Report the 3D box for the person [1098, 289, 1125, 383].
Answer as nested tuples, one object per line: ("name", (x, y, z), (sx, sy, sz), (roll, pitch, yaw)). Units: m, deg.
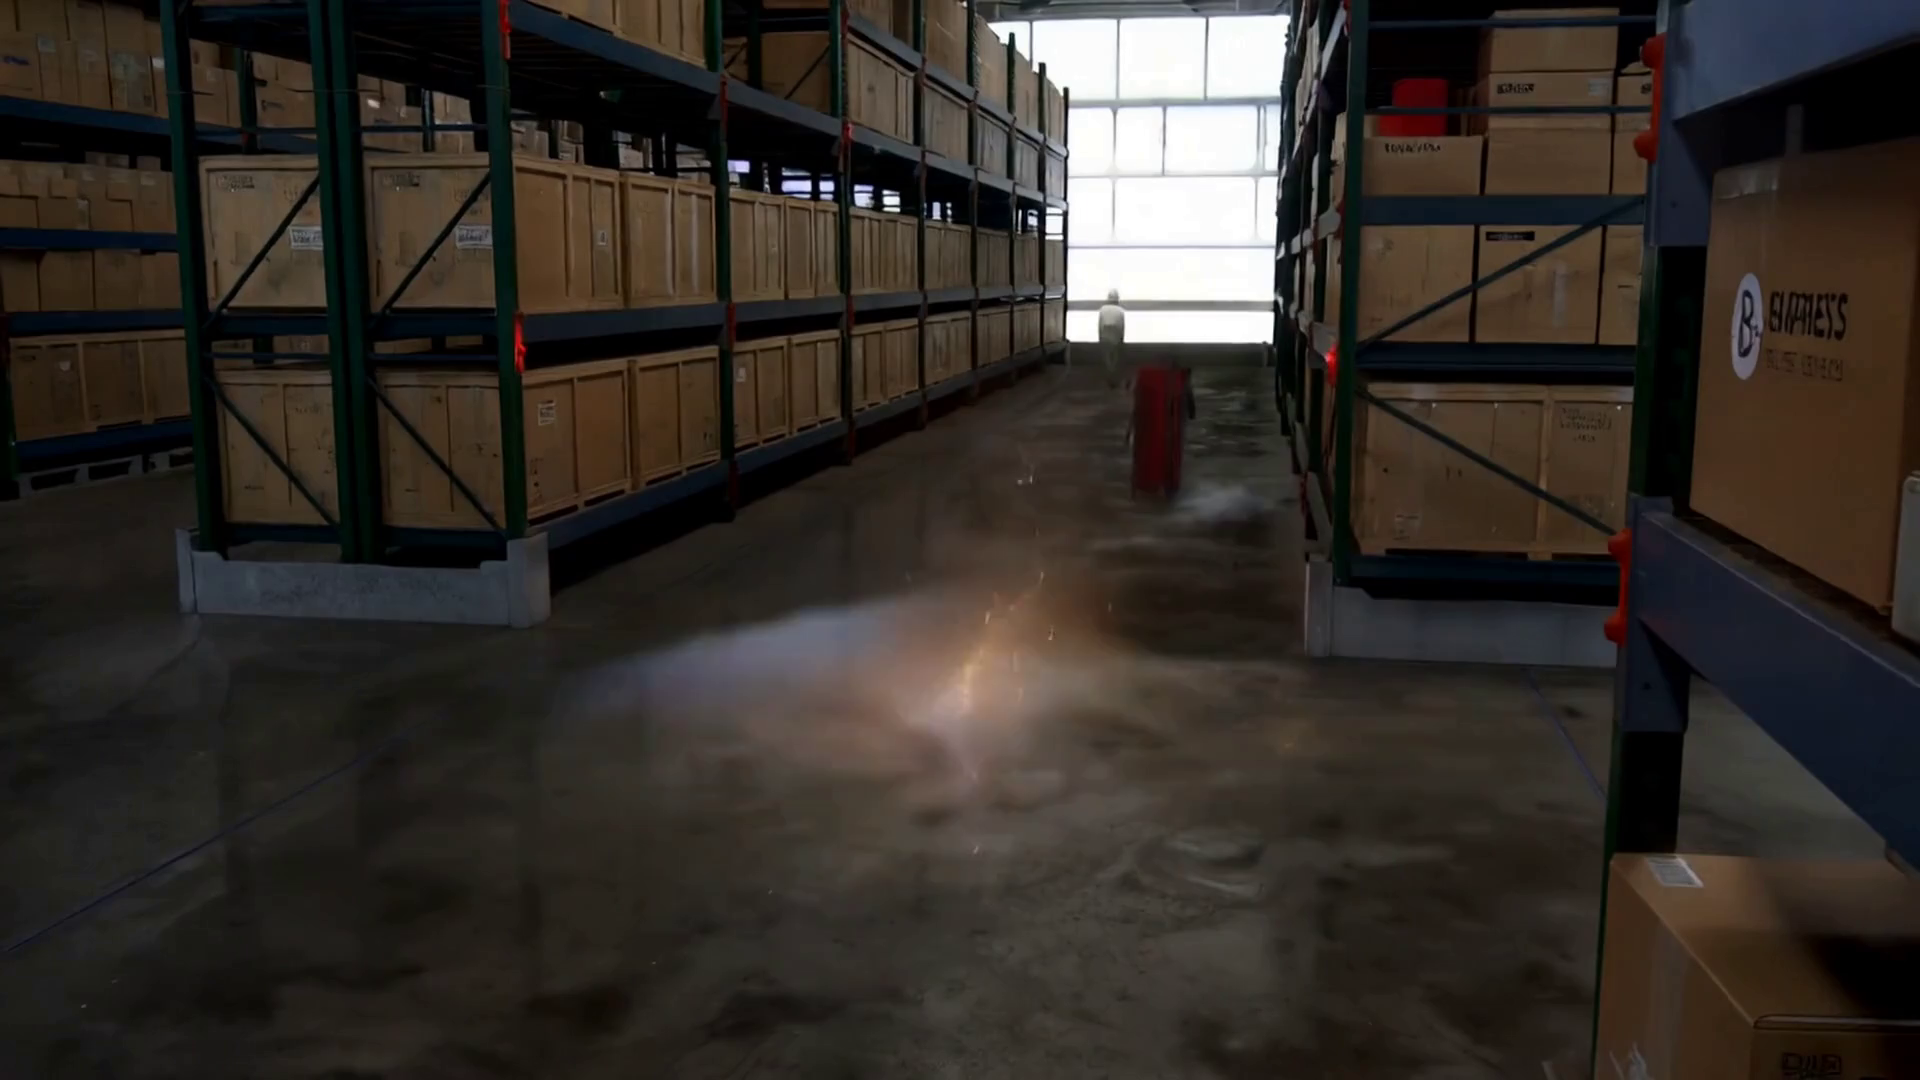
("person", (2.780, -3.732, 30.476), (0.492, 1.710, 0.841), (2, 9, 9))
